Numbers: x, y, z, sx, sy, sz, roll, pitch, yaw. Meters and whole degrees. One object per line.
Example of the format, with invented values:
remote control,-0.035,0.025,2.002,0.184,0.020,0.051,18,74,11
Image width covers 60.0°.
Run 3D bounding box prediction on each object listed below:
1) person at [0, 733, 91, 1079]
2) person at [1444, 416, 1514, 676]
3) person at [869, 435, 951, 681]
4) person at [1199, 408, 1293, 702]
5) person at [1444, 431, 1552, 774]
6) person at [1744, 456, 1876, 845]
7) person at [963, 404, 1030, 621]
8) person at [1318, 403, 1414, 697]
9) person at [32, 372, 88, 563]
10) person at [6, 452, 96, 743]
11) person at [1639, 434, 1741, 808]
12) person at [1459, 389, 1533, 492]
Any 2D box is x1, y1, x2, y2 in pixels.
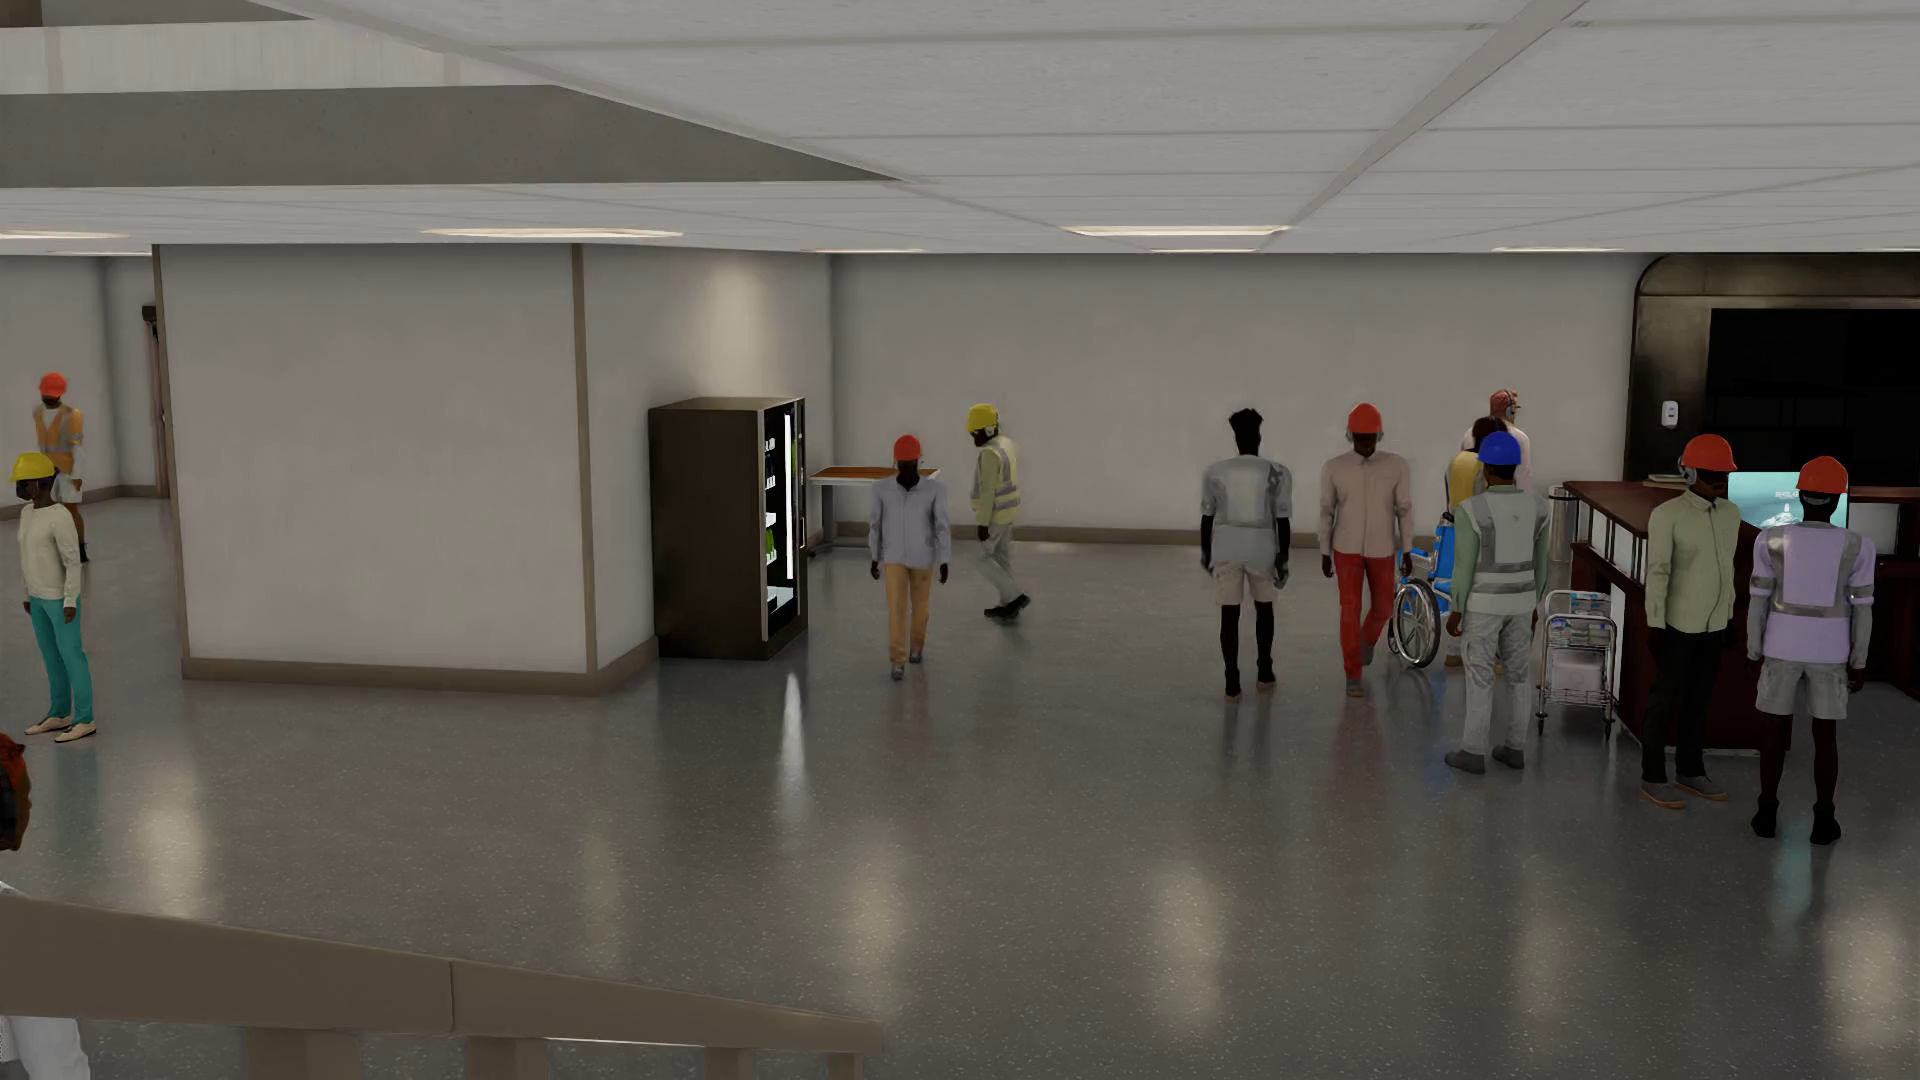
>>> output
person,-2.119,1.340,3.610,0.575,1.876,0.364,3,10,18
person,3.681,0.039,11.759,0.429,1.836,0.633,-3,10,-19
person,-0.356,0.105,11.718,0.582,1.703,0.923,0,9,1
person,1.913,0.082,11.164,0.612,1.926,0.778,2,9,10
person,3.036,0.357,9.416,0.603,1.951,0.380,-3,10,-17
person,4.224,0.545,8.300,0.553,1.935,0.363,5,10,28
person,0.284,-0.204,13.388,0.514,1.790,0.661,2,9,14
person,2.751,0.039,11.328,0.632,1.968,0.759,1,9,7
person,-8.633,-0.678,15.976,0.563,1.890,0.544,2,9,12
person,-5.520,0.344,10.064,0.531,1.767,0.328,6,11,34
person,3.912,0.425,8.862,0.626,1.992,0.387,-4,10,-25
person,4.310,-0.254,13.324,0.402,1.906,0.652,-6,11,-34
